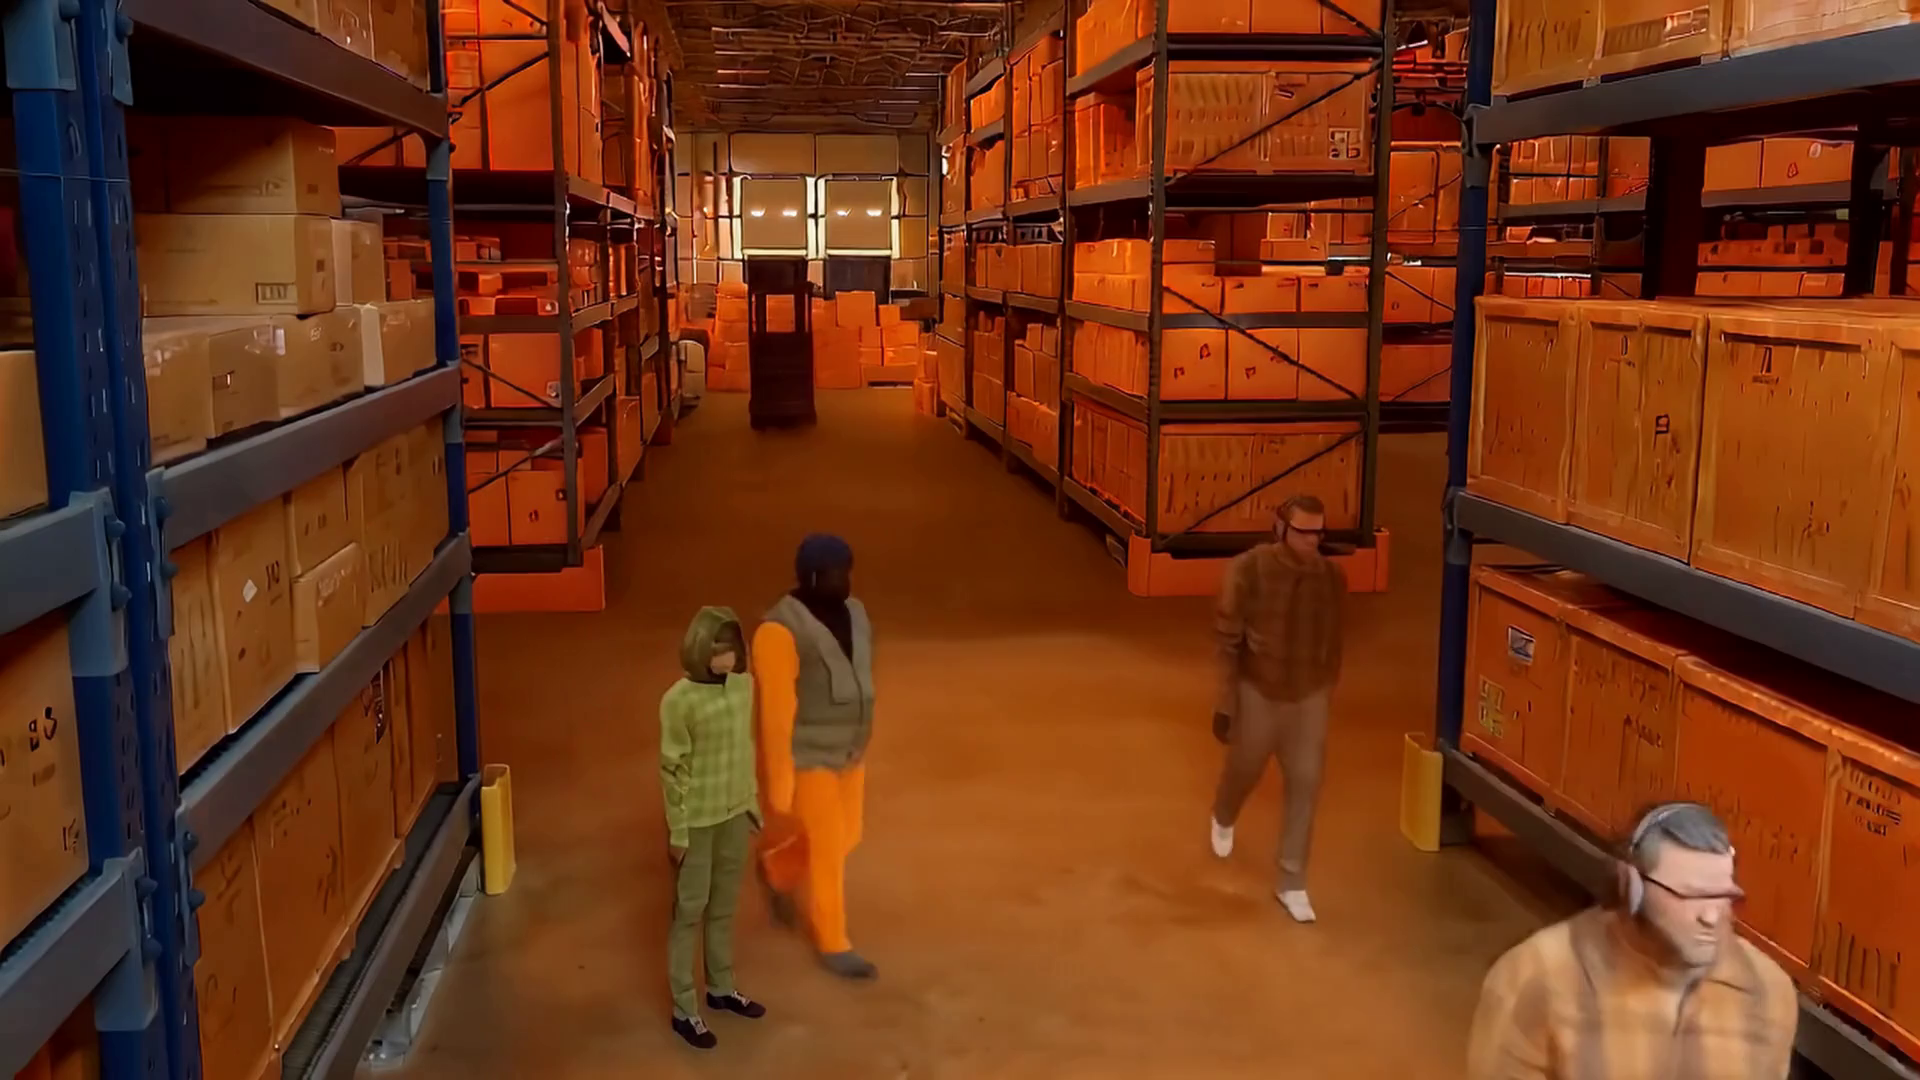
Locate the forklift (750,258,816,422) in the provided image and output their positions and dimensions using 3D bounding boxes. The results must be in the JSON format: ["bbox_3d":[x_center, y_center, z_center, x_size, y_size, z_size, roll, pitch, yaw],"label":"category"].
[{"bbox_3d":[-3.136,-3.528,29.105,1.129,2.768,1.873,-1,10,-7],"label":"forklift"}]

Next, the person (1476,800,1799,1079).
[{"bbox_3d":[1.315,1.396,3.334,0.647,1.882,0.707,0,10,-1],"label":"person"}]

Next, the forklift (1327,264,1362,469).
[{"bbox_3d":[4.428,-2.248,21.651,1.129,2.768,1.873,6,12,33],"label":"forklift"}]

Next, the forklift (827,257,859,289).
[{"bbox_3d":[-3.284,-6.565,46.785,1.129,2.768,1.873,-1,10,-7],"label":"forklift"}]

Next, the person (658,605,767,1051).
[{"bbox_3d":[-0.905,1.038,6.149,0.276,1.631,0.507,6,11,30],"label":"person"}]

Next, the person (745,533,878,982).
[{"bbox_3d":[-0.623,0.850,6.759,0.689,1.811,0.632,6,11,32],"label":"person"}]

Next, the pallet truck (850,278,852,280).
[{"bbox_3d":[-3.782,-9.391,65.808,1.885,1.965,0.823,2,10,10],"label":"pallet truck"}]

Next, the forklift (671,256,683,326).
[{"bbox_3d":[-11.356,-9.574,64.303,1.129,2.768,1.873,-1,10,-7],"label":"forklift"}]

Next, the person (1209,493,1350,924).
[{"bbox_3d":[1.411,0.690,7.491,0.651,1.870,0.851,-1,10,-4],"label":"person"}]

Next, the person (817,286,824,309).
[{"bbox_3d":[-5.266,-8.963,64.254,0.626,1.682,0.540,9,13,41],"label":"person"}]
